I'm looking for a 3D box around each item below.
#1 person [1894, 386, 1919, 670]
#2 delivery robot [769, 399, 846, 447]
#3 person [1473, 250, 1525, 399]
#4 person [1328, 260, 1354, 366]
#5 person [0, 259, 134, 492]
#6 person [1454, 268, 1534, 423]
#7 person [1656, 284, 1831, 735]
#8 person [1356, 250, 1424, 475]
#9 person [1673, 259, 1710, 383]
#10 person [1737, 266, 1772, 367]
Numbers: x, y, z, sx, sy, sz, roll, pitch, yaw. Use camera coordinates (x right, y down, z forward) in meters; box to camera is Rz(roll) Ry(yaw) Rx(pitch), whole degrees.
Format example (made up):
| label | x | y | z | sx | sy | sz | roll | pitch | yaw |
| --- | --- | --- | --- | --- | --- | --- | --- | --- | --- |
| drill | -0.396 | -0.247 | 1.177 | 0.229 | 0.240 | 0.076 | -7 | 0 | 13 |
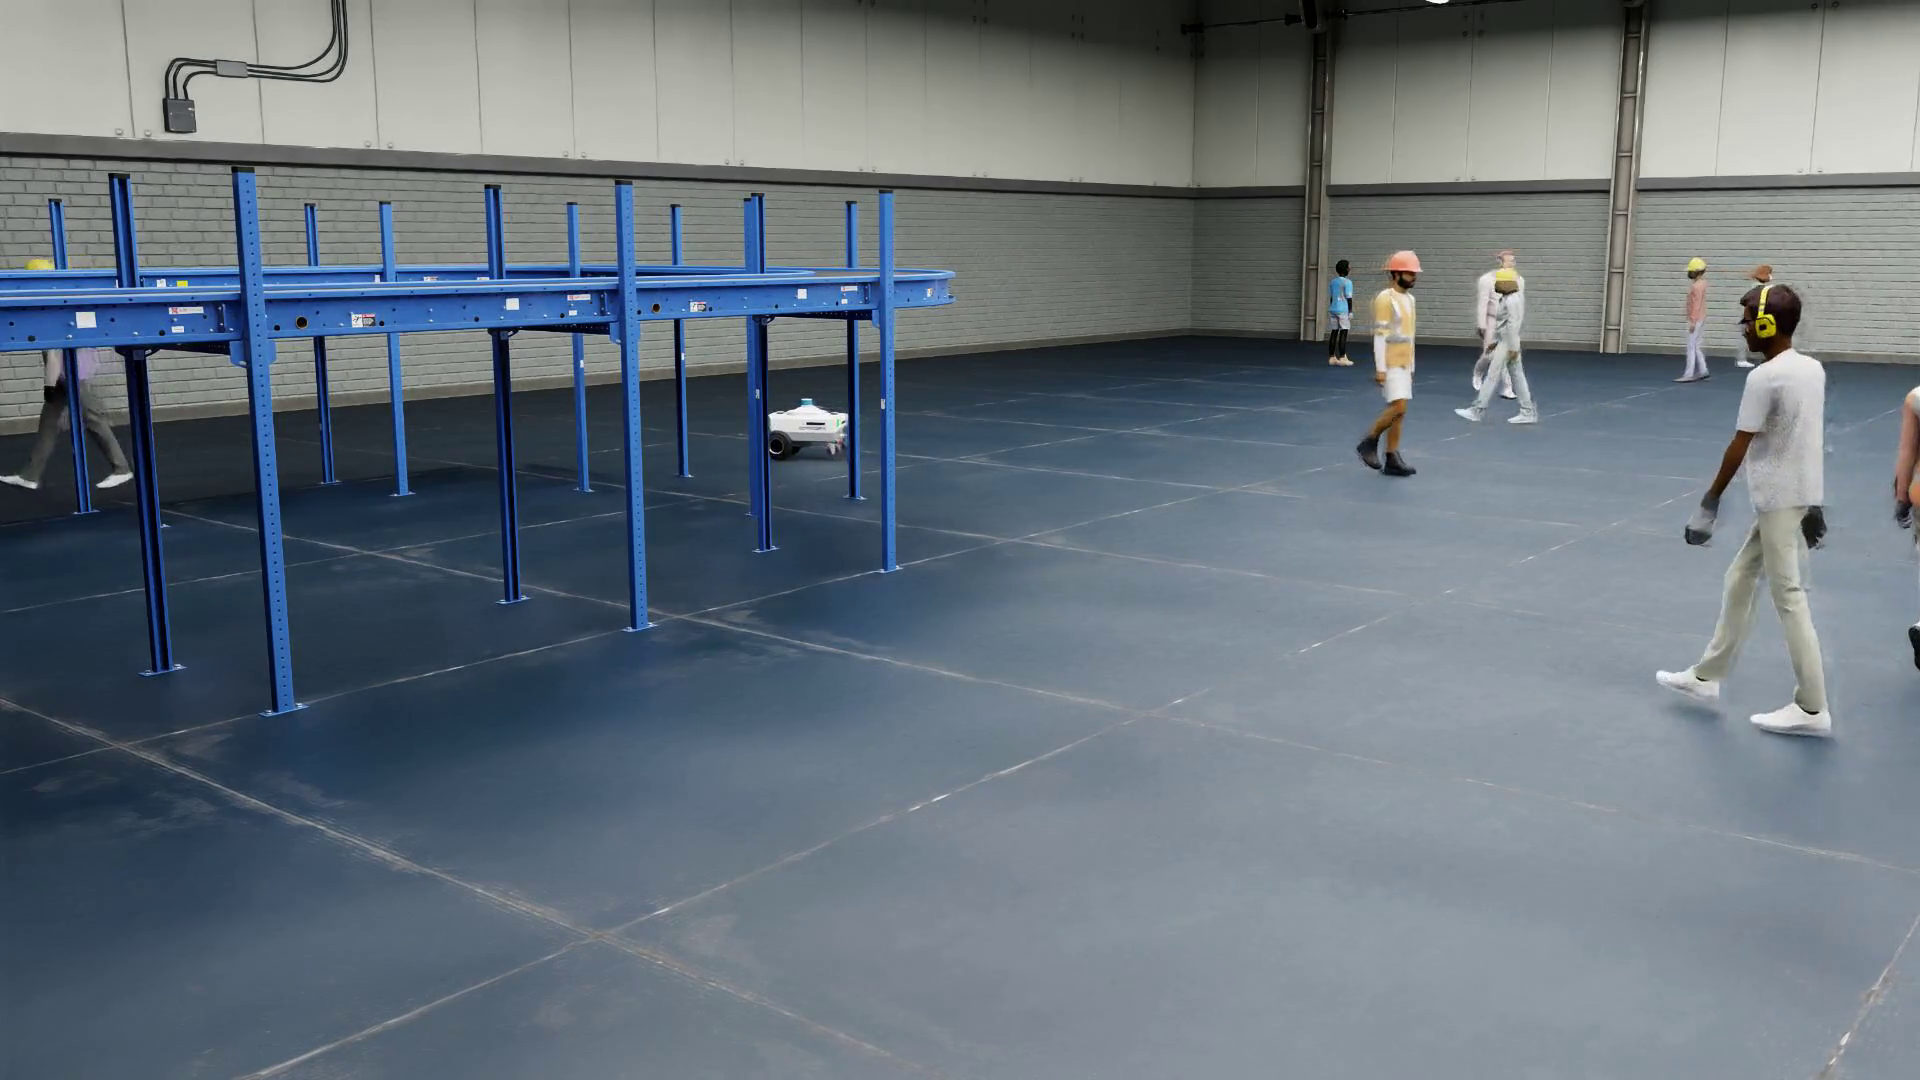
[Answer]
| label | x | y | z | sx | sy | sz | roll | pitch | yaw |
| --- | --- | --- | --- | --- | --- | --- | --- | --- | --- |
| person | 4.563 | -0.169 | 7.681 | 0.633 | 1.619 | 0.514 | -7 | 13 | -35 |
| delivery robot | -1.427 | -1.078 | 15.546 | 0.707 | 0.478 | 0.477 | 2 | 10 | 9 |
| person | 6.965 | -2.791 | 21.476 | 0.654 | 1.890 | 0.707 | -2 | 10 | -10 |
| person | 6.173 | -3.677 | 26.919 | 0.318 | 1.700 | 0.535 | -5 | 11 | -25 |
| person | -7.243 | -1.317 | 13.391 | 1.002 | 1.855 | 0.715 | -6 | 12 | -29 |
| person | 5.980 | -2.147 | 18.433 | 0.875 | 1.699 | 0.497 | 3 | 11 | 17 |
| person | 3.290 | -0.139 | 6.949 | 0.550 | 1.826 | 0.891 | -9 | 14 | -41 |
| person | 3.758 | -1.518 | 14.320 | 0.423 | 1.928 | 0.563 | 9 | 14 | 41 |
| person | 10.529 | -3.124 | 23.787 | 0.479 | 1.751 | 0.565 | 4 | 11 | 22 |
| person | 12.832 | -3.546 | 26.473 | 0.795 | 1.600 | 0.502 | 5 | 11 | 25 |
